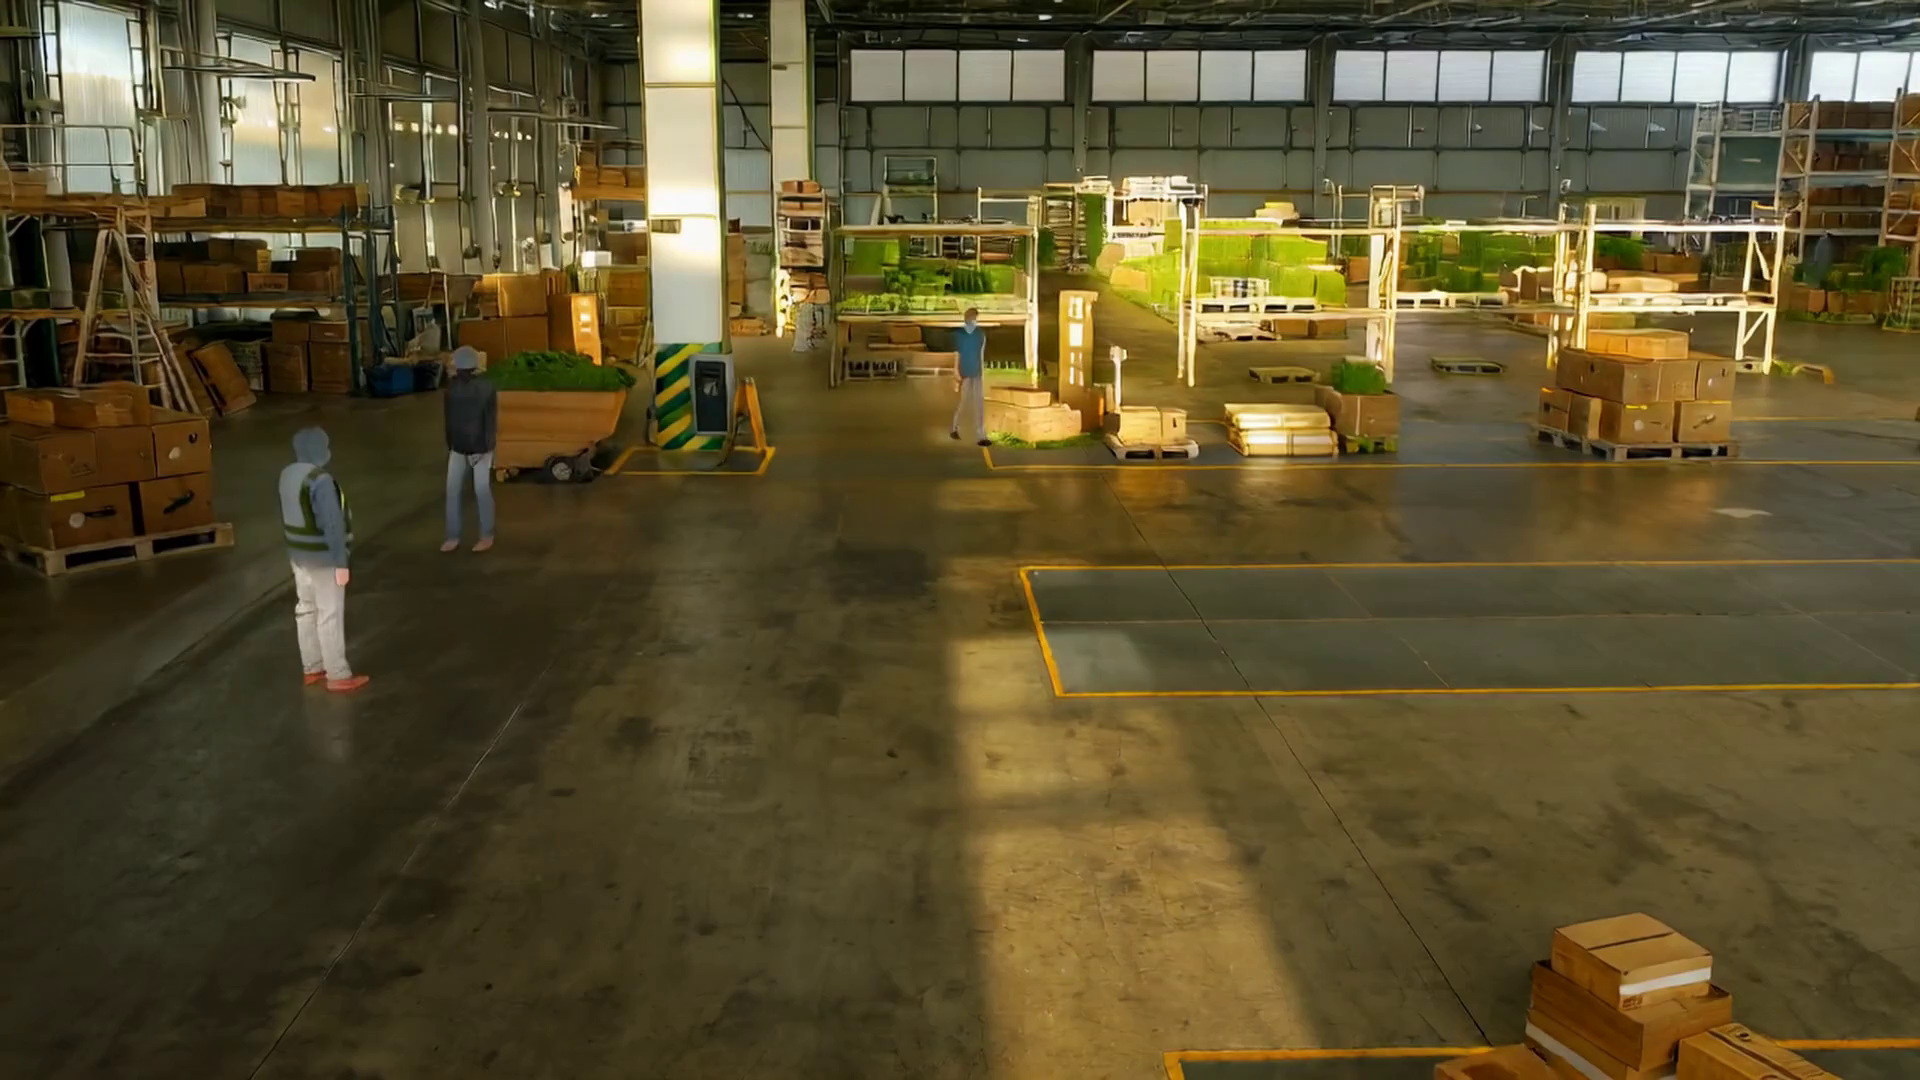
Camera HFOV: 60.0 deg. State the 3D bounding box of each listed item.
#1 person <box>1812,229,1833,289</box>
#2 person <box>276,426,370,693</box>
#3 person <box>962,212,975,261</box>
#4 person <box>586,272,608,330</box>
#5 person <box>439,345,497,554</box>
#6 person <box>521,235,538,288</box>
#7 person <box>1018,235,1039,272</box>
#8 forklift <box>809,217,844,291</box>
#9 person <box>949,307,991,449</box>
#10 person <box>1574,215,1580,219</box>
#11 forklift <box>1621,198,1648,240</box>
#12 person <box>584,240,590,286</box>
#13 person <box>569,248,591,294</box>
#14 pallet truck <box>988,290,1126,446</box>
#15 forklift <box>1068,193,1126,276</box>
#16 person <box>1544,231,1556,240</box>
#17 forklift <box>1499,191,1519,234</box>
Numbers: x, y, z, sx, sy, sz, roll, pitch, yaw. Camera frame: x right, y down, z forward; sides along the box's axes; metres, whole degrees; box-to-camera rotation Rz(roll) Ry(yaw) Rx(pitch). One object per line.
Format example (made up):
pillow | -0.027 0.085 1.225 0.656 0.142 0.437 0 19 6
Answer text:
person | 25.494 -8.222 49.128 0.641 1.885 0.668 -1 13 -5
person | -4.412 0.132 11.492 0.622 1.845 0.429 10 16 37
person | 0.349 -12.243 67.142 0.544 1.939 0.372 5 13 21
person | -8.365 -5.685 38.045 0.507 1.696 0.897 -11 17 -41
person | -4.603 -0.830 15.544 0.637 1.962 0.534 4 13 18
person | -13.301 -8.608 51.455 0.516 1.625 0.375 -2 13 -10
person | 1.910 -7.565 46.103 0.636 1.915 0.904 -3 13 -15
forklift | -4.375 -8.619 48.637 1.873 2.768 1.129 0 12 -2
person | 0.101 -2.139 21.801 0.529 1.837 0.973 -6 14 -25
person | 23.780 -11.592 64.251 0.646 1.909 0.475 -7 14 -30
forklift | 18.902 -8.225 46.855 1.873 2.768 1.129 0 12 -2
person | -9.236 -6.460 41.162 0.576 1.882 0.355 1 13 3
person | -8.904 -5.936 39.026 0.522 1.798 1.000 -5 13 -20
pallet truck | 1.257 -2.299 22.111 1.885 1.965 0.823 -9 15 -35
forklift | 4.716 -10.448 56.892 1.873 2.768 1.129 0 12 -2
person | 18.239 -8.717 51.155 0.626 1.968 0.772 4 13 17
forklift | 20.729 -11.779 62.904 1.873 2.768 1.129 0 12 -2
